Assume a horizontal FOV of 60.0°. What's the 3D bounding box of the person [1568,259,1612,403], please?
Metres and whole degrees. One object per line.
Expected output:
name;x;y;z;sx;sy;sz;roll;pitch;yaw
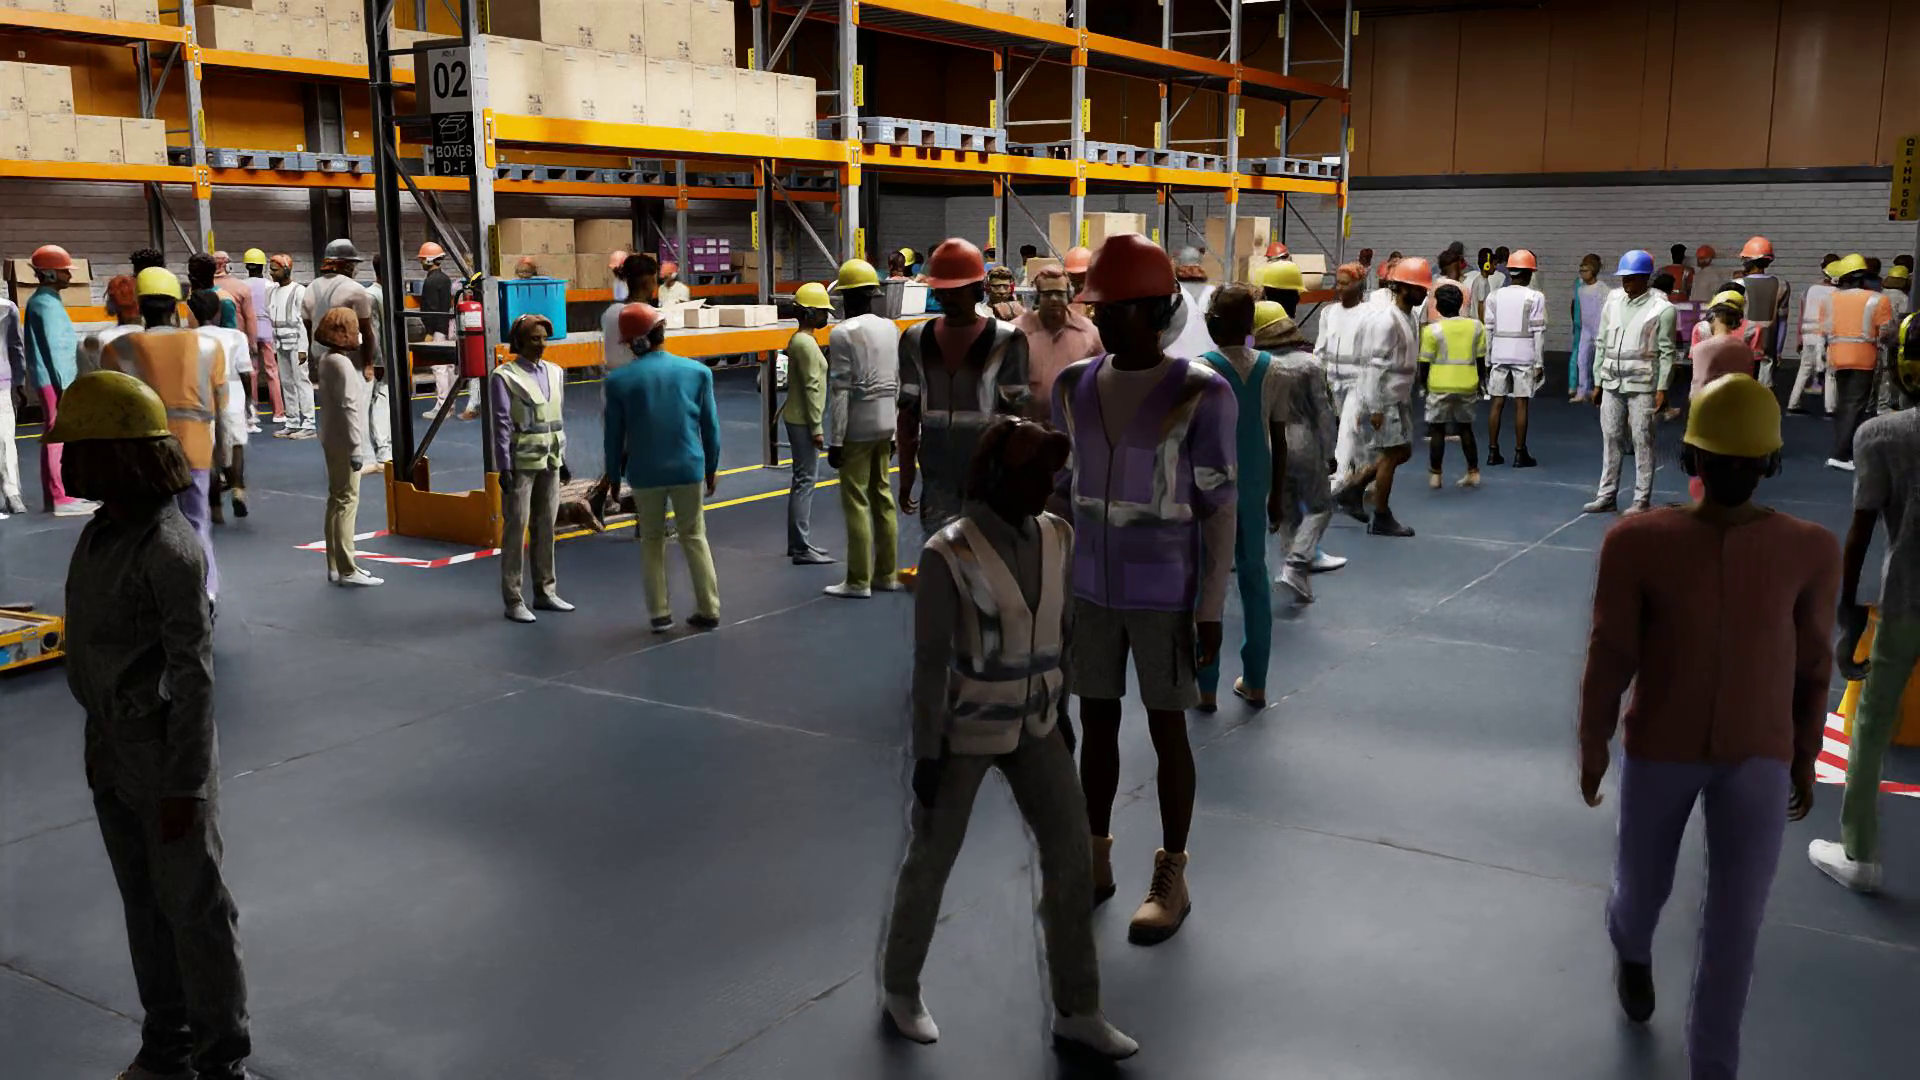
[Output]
person;7.951;-2.584;20.673;0.690;1.804;0.533;-6;12;-29

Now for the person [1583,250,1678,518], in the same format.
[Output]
person;4.902;-1.133;12.165;0.393;1.946;0.617;-7;12;-34

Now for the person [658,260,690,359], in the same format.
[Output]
person;-4.001;-3.021;23.222;0.572;1.752;0.393;7;12;33

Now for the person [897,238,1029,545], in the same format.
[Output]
person;-0.001;-0.302;7.348;0.609;2.032;0.410;4;11;19

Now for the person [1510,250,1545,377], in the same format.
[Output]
person;8.373;-3.343;24.626;0.535;1.869;0.314;2;10;12

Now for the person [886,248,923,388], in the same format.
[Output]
person;-0.674;-2.741;21.166;0.587;1.916;0.393;1;10;5

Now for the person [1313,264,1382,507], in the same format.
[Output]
person;2.856;-1.135;12.470;0.972;1.831;0.578;-7;12;-34

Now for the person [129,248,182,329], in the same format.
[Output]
person;-6.737;-1.474;14.047;0.377;1.958;0.599;-7;12;-34

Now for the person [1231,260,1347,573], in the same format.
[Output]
person;1.958;-0.729;10.072;0.890;1.887;0.599;-1;10;-7

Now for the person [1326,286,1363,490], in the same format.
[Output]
person;3.140;-1.259;13.559;0.317;1.696;0.539;0;10;0

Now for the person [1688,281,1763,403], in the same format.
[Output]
person;6.044;-1.190;13.168;0.537;1.698;0.321;5;12;27

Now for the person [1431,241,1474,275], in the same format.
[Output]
person;7.636;-3.630;25.744;0.699;2.000;0.752;6;12;29

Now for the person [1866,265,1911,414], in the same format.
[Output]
person;10.835;-2.325;19.377;0.324;1.729;0.494;-3;11;-17

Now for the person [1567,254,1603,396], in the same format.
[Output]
person;8.152;-2.785;21.606;0.341;1.845;0.511;-4;11;-21

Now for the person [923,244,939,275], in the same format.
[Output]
person;-0.442;-4.405;30.321;0.372;1.940;0.630;5;11;26

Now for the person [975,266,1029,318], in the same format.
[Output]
person;0.266;-1.091;12.251;0.560;1.836;0.394;-1;10;-6

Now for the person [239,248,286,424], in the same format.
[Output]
person;-7.709;-2.233;18.315;0.587;1.928;0.362;-1;10;-7

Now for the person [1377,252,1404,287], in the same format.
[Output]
person;6.877;-3.650;26.412;0.565;1.840;0.390;3;11;15

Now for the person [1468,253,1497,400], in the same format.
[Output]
person;6.634;-2.710;21.159;0.334;1.860;0.510;3;11;15

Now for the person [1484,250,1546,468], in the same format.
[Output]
person;4.966;-1.618;14.886;0.551;1.933;0.370;9;13;40

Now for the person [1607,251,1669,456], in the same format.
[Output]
person;6.311;-1.735;15.570;0.565;1.918;0.519;5;11;26

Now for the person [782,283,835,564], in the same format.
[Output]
person;-0.944;-0.731;10.476;0.339;1.760;0.528;-2;10;-13

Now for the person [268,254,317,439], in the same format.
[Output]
person;-6.845;-1.966;16.988;0.565;1.880;0.357;7;12;33

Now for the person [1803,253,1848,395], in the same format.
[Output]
person;11.378;-2.826;21.831;0.506;1.847;0.343;-3;11;-16

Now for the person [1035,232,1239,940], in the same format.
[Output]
person;0.491;0.144;4.827;0.610;2.042;0.396;7;13;36

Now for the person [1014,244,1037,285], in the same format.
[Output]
person;0.979;-3.436;24.897;0.368;1.959;0.599;-3;11;-15

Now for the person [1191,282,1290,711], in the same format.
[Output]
person;1.155;-0.180;7.169;0.518;1.843;0.332;-3;11;-16

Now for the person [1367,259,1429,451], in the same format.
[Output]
person;4.178;-1.765;15.953;0.570;1.843;0.372;4;11;22

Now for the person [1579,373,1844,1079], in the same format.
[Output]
person;1.724;0.467;3.888;0.531;1.738;0.785;3;11;16

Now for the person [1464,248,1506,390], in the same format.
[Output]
person;7.049;-2.976;22.458;0.599;1.917;0.377;1;10;7

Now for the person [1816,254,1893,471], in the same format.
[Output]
person;7.873;-1.545;14.592;0.582;1.901;0.709;-8;13;-36

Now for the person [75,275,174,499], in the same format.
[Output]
person;-4.485;-0.523;9.113;0.572;1.838;0.992;-2;10;-12

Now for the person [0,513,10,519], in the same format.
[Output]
person;-7.191;-0.912;11.874;0.520;1.614;0.512;-3;11;-19

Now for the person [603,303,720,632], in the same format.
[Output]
person;-1.523;-0.356;8.546;0.583;1.709;0.371;-3;11;-18

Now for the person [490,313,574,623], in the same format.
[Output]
person;-2.290;-0.390;8.909;0.311;1.636;0.523;5;12;28
